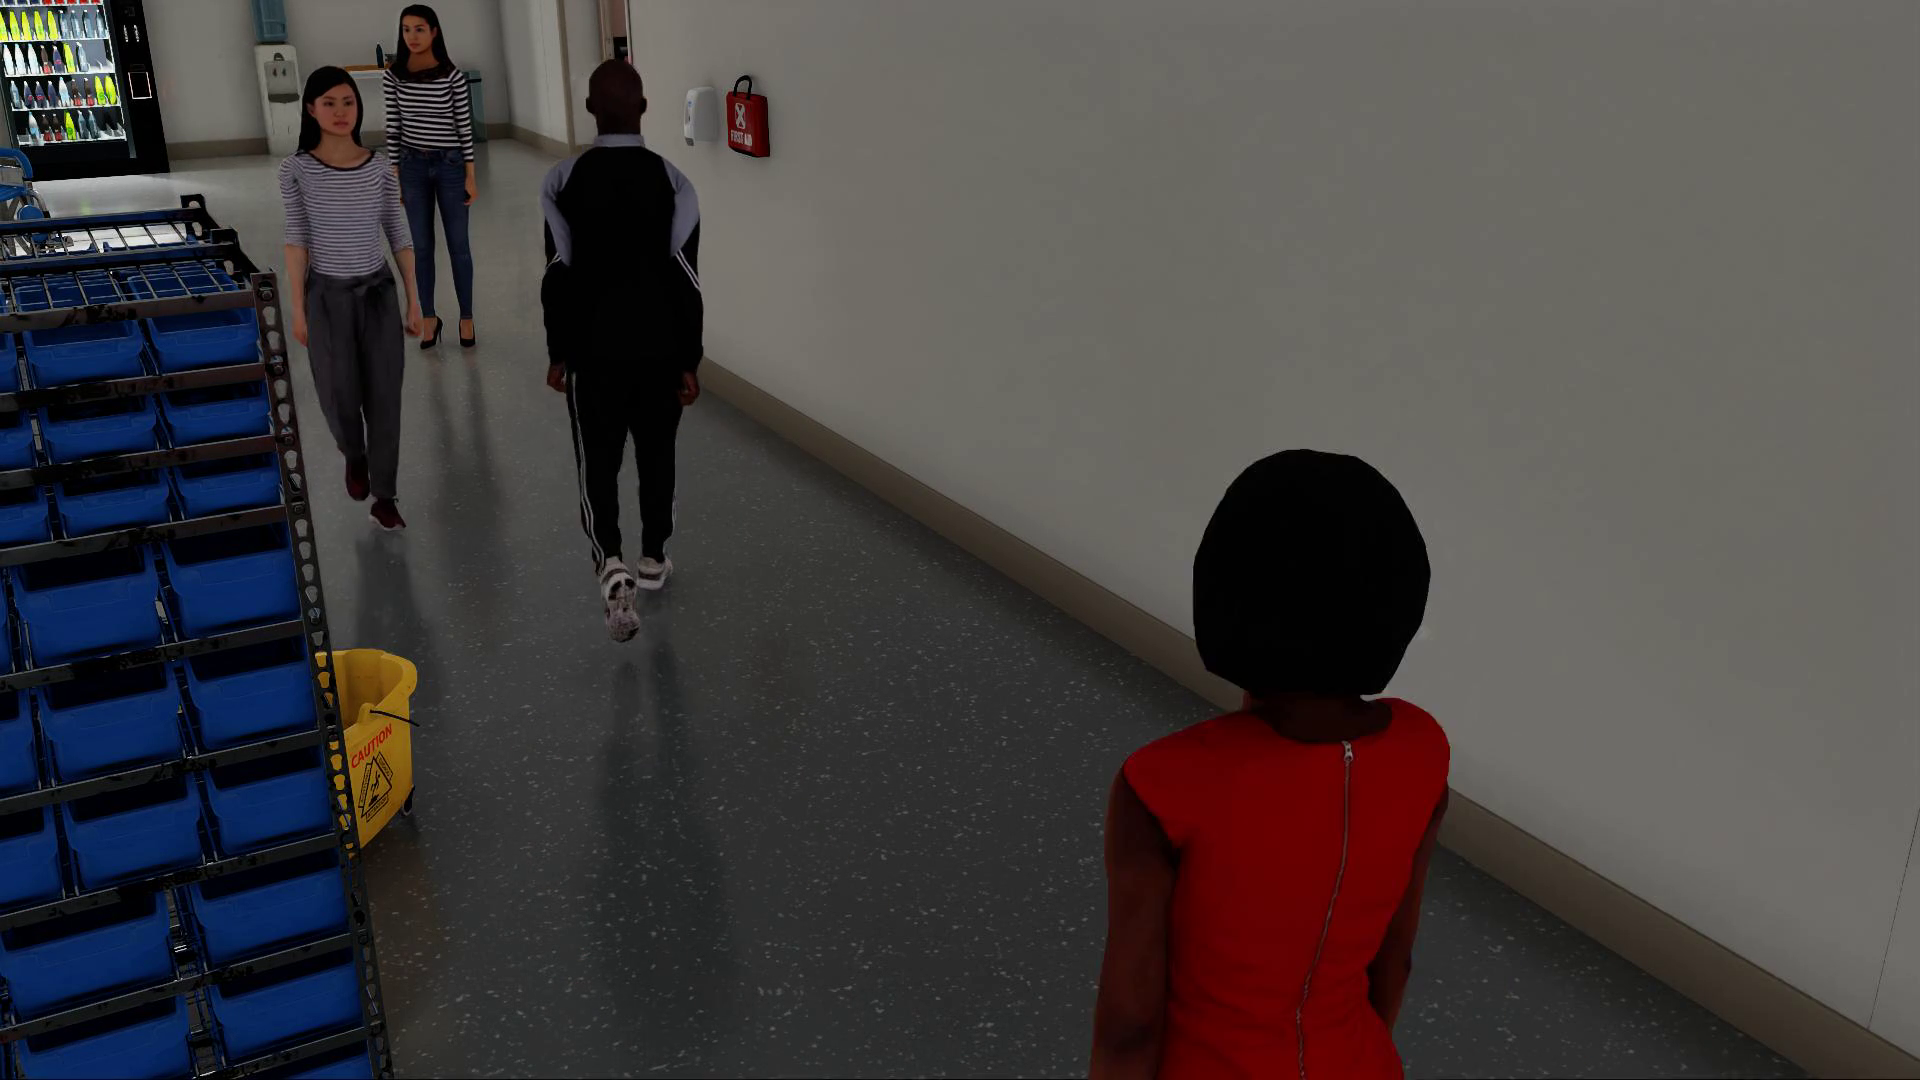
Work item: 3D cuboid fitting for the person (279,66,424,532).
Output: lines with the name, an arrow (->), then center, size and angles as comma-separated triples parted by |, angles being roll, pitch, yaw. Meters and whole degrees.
person -> -2.298, -0.889, 6.244 | 0.633, 1.721, 0.663 | -11, 23, -27

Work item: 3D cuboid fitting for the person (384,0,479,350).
person -> -2.788, -1.913, 8.842 | 0.574, 1.796, 0.710 | -2, 21, -5

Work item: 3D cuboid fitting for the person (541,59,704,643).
person -> -1.080, -0.578, 5.312 | 1.135, 1.801, 0.981 | -4, 21, -10

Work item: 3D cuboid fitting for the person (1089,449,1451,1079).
person -> 0.367, 0.768, 1.855 | 0.629, 1.732, 0.713 | -7, 22, -17
